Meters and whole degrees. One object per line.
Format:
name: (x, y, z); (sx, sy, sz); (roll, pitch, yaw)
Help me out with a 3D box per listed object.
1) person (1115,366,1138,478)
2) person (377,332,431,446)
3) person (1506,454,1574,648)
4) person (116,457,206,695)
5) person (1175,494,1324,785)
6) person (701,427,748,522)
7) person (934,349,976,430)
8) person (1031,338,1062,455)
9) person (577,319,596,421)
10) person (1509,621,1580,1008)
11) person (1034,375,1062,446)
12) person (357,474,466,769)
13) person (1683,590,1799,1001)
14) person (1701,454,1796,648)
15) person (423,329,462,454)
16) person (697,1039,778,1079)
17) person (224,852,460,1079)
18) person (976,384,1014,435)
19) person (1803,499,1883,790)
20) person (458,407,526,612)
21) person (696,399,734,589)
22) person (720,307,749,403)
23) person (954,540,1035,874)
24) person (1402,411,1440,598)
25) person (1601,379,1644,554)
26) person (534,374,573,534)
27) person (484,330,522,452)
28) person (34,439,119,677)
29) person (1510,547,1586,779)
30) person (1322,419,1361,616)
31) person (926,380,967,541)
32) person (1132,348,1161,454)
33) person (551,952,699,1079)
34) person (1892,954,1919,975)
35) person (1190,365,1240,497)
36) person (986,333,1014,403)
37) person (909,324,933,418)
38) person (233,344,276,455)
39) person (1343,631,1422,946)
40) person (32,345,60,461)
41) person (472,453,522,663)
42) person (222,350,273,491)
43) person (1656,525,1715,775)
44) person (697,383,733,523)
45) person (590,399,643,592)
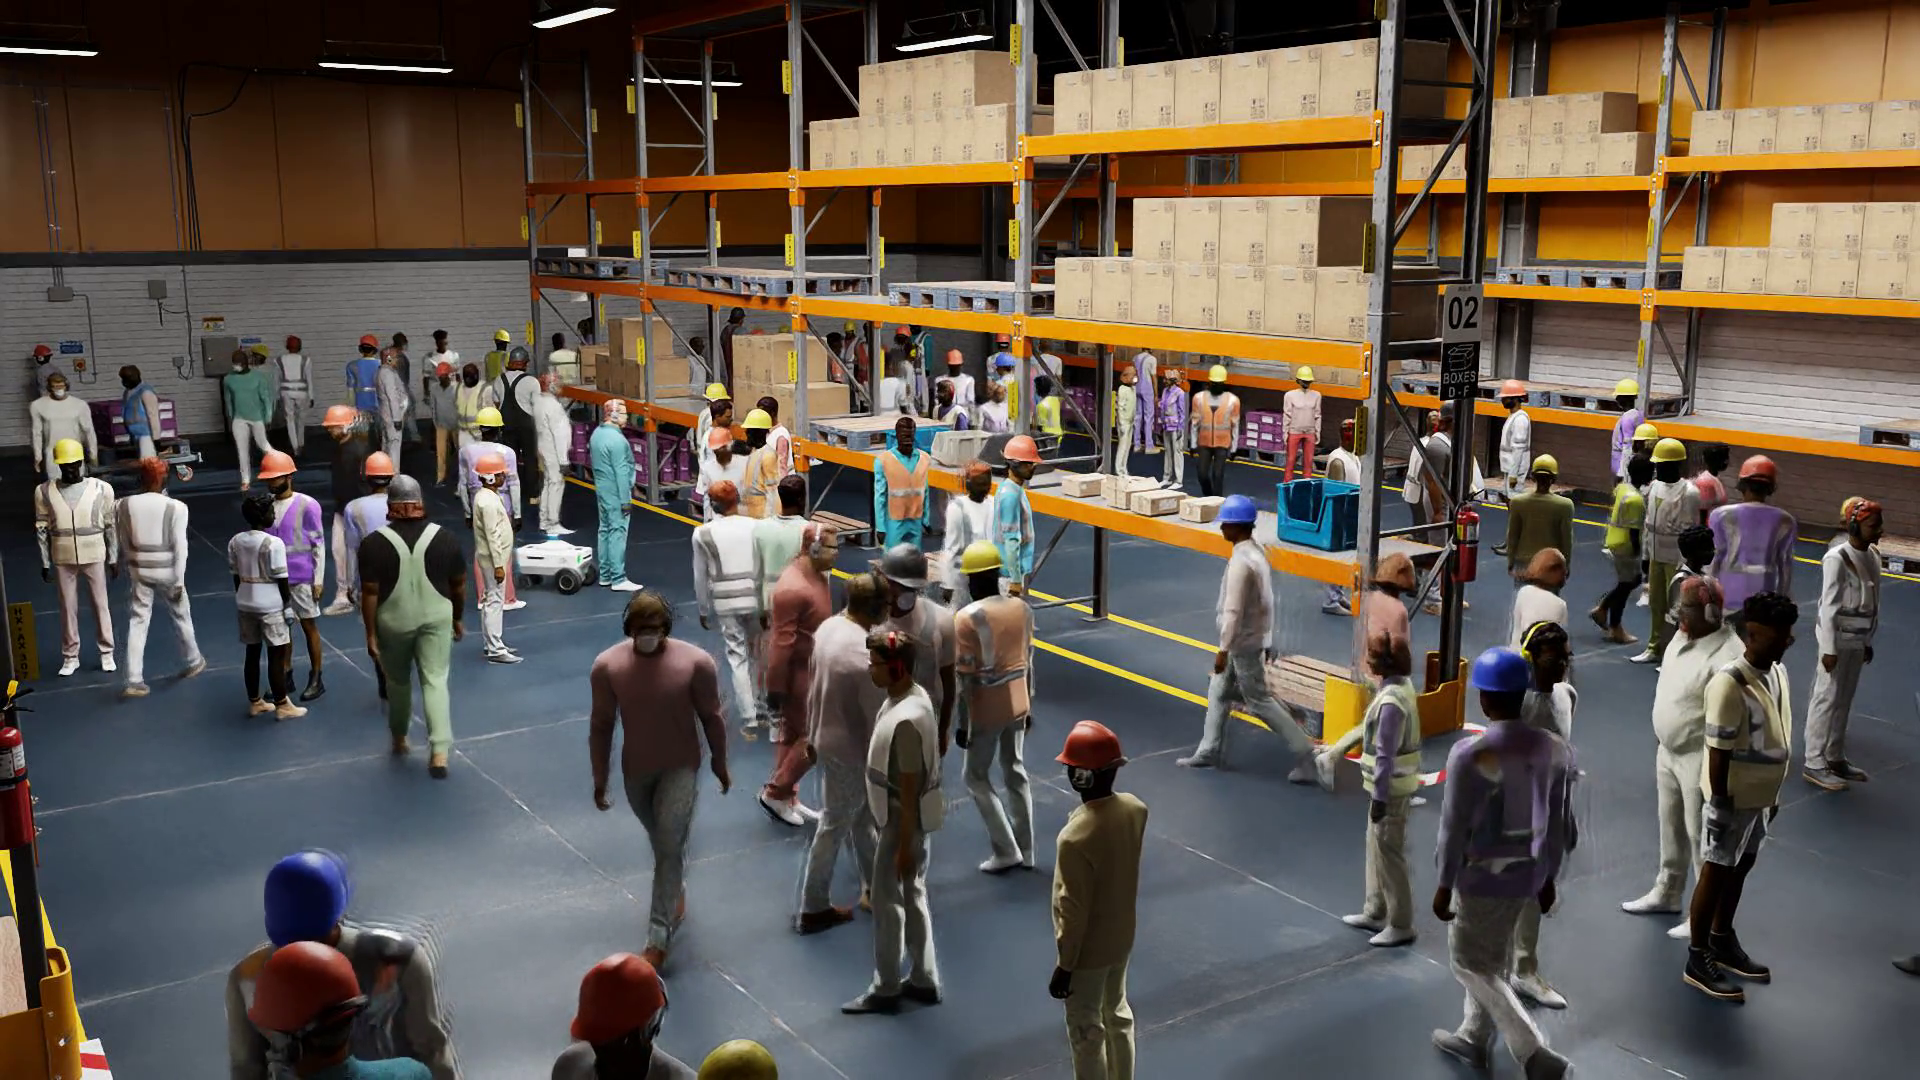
person: (2.319, -1.607, 23.154); (0.287, 1.623, 0.505); (6, 12, 27)
person: (-8.891, -2.368, 26.395); (0.631, 1.874, 0.933); (10, 15, 41)
person: (4.765, 0.174, 13.697); (0.526, 1.760, 0.334); (7, 13, 30)
person: (-6.301, 0.273, 13.031); (0.576, 1.837, 1.015); (-1, 11, -4)
person: (1.944, 0.648, 10.899); (0.959, 1.907, 0.614); (3, 11, 15)
person: (-2.187, -0.275, 16.107); (0.584, 1.713, 0.719); (2, 11, 11)
person: (-0.055, -1.599, 22.358); (0.548, 1.918, 0.503); (-2, 11, -10)
person: (1.321, -2.216, 25.701); (0.514, 1.842, 0.324); (0, 11, -2)
person: (-6.389, -2.832, 28.638); (0.374, 1.933, 0.625); (-3, 11, -15)
person: (2.658, 1.284, 7.718); (0.519, 1.874, 0.326); (-5, 12, -26)
person: (1.109, -1.274, 21.279); (0.369, 1.675, 0.549); (5, 12, 26)
person: (-3.680, 0.511, 11.237); (0.694, 2.000, 1.029); (-5, 12, -24)
person: (3.742, 1.194, 7.936); (0.611, 1.962, 0.364); (-10, 15, -41)
person: (5.549, 0.405, 11.803); (0.674, 2.027, 0.536); (0, 11, 0)
person: (-8.067, -2.324, 25.998); (0.421, 1.948, 0.628); (10, 15, 41)
person: (-0.557, 2.059, 4.114); (0.490, 1.730, 0.324); (3, 11, 14)
person: (-1.824, 1.805, 4.949); (0.631, 1.907, 0.490); (-1, 11, -5)
person: (0.423, -1.202, 21.172); (0.513, 1.584, 0.866); (-8, 14, -37)
person: (5.783, 0.668, 10.840); (0.575, 1.883, 0.362); (-8, 14, -35)
person: (-4.379, -0.283, 15.590); (0.594, 1.926, 0.366); (2, 11, 12)
person: (-2.414, -0.454, 16.523); (0.402, 1.909, 0.599); (-1, 11, -3)
person: (-4.055, -3.282, 30.648); (0.682, 2.000, 0.538); (9, 14, 39)
person: (0.203, 0.950, 9.379); (0.557, 1.891, 0.591); (10, 15, 43)
person: (4.526, -0.348, 16.197); (0.417, 1.828, 0.561); (1, 11, 4)
person: (7.267, -0.798, 18.225); (0.375, 1.925, 0.595); (6, 13, 28)
person: (-4.740, -1.000, 19.424); (0.409, 1.881, 0.764); (-7, 13, -31)
person: (-7.139, -2.311, 25.991); (0.586, 1.919, 0.379); (6, 12, 27)
person: (-7.122, 0.136, 13.449); (0.587, 1.927, 0.367); (-4, 12, -21)
person: (3.720, 0.830, 10.748); (0.822, 1.598, 0.501); (-1, 11, -6)
person: (3.549, -0.219, 15.492); (0.394, 1.838, 0.560); (5, 12, 26)
person: (-0.128, -0.915, 19.038); (0.375, 1.841, 0.575); (-8, 13, -35)
person: (2.896, -2.259, 25.933); (0.343, 1.840, 0.507); (-9, 14, -39)
person: (-0.912, 1.956, 4.575); (0.562, 1.752, 0.323); (5, 12, 23)
person: (4.923, 1.300, 7.977); (0.661, 1.734, 0.643); (-6, 12, -26)
person: (3.090, -1.180, 20.200); (0.599, 1.913, 0.446); (3, 12, 17)
person: (0.664, -2.246, 25.637); (0.546, 1.928, 0.382); (-2, 11, -10)
person: (-0.791, -3.162, 30.586); (0.635, 1.832, 0.429); (10, 15, 41)
person: (-10.916, -2.165, 25.747); (0.628, 1.724, 0.451); (-8, 14, -36)
person: (2.174, 1.257, 8.478); (0.378, 1.628, 0.531); (4, 12, 18)
person: (-13.856, -2.085, 25.258); (0.335, 1.749, 0.575); (-1, 11, -4)
person: (-3.860, 0.147, 13.826); (0.321, 1.755, 0.563); (-4, 12, -21)
person: (-9.720, -1.667, 22.803); (0.650, 1.898, 1.012); (-1, 11, -5)
person: (4.800, 0.731, 10.985); (0.318, 1.700, 0.536); (7, 13, 32)
person: (-2.773, -0.869, 18.867); (0.403, 1.824, 0.596); (-3, 12, -16)
person: (-3.403, -0.448, 16.493); (0.401, 1.904, 0.648); (-7, 13, -33)
